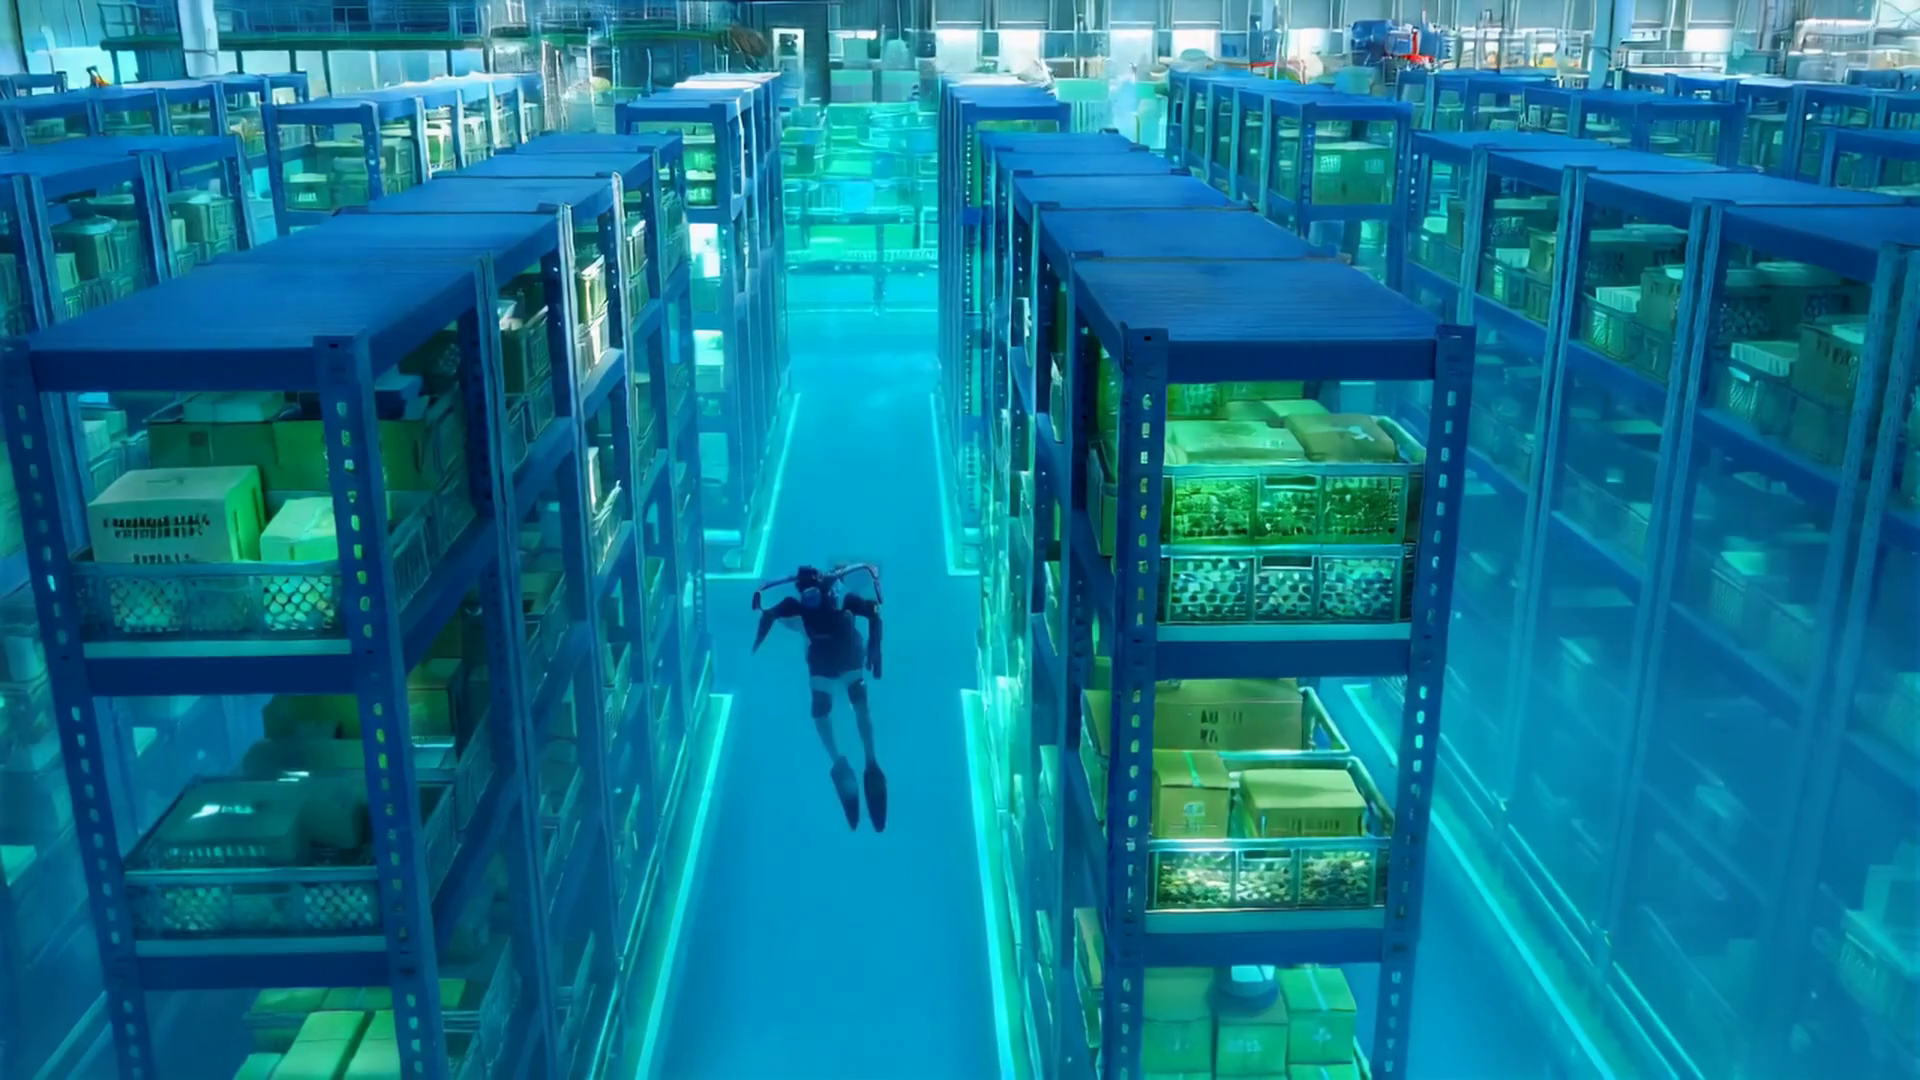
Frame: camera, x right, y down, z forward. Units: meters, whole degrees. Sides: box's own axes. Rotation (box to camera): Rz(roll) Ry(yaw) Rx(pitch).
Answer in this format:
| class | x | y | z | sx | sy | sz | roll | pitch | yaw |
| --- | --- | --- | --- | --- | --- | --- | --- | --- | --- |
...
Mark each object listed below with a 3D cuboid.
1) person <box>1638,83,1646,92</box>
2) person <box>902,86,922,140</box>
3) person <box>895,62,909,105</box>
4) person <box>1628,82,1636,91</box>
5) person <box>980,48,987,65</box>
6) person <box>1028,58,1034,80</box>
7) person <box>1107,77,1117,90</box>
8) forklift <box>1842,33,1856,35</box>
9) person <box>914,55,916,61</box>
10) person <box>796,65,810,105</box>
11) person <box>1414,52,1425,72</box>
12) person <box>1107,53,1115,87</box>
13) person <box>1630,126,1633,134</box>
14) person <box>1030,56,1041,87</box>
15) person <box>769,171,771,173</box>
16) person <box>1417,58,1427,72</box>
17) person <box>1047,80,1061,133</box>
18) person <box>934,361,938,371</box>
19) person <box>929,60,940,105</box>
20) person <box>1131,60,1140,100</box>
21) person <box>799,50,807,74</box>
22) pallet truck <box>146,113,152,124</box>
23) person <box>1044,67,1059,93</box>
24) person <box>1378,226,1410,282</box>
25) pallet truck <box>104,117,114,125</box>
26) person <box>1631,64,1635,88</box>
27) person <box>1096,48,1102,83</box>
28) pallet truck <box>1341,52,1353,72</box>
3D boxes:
| class | x | y | z | sx | sy | sz | roll | pitch | yaw |
| --- | --- | --- | --- | --- | --- | --- | --- | --- | --- |
| person | 32.854 | -22.314 | 79.995 | 0.512 | 1.841 | 0.342 | 13 | 22 | 36 |
| person | -1.512 | -13.827 | 53.902 | 0.865 | 1.733 | 0.534 | 9 | 20 | 27 |
| person | -2.373 | -18.225 | 67.054 | 0.868 | 2.024 | 0.614 | 13 | 22 | 35 |
| person | 26.056 | -17.486 | 64.882 | 0.553 | 1.935 | 0.364 | -1 | 18 | -4 |
| person | 1.319 | -26.356 | 92.419 | 0.983 | 1.892 | 0.560 | 4 | 18 | 12 |
| person | 3.617 | -23.092 | 82.616 | 0.540 | 1.695 | 0.317 | -7 | 19 | -20 |
| person | 5.039 | -14.379 | 55.267 | 0.356 | 1.936 | 0.551 | 6 | 19 | 17 |
| forklift | 45.972 | -24.928 | 86.404 | 1.873 | 2.768 | 1.129 | 1 | 18 | 4 |
| person | -2.733 | -26.379 | 92.388 | 0.624 | 1.940 | 1.028 | -8 | 20 | -24 |
| person | -6.329 | -18.341 | 67.614 | 0.941 | 1.881 | 0.611 | -14 | 23 | -38 |
| person | 23.729 | -24.284 | 86.060 | 0.593 | 1.861 | 0.744 | 14 | 23 | 38 |
| person | 8.032 | -24.976 | 88.362 | 0.360 | 1.758 | 0.528 | -2 | 18 | -8 |
| person | 19.793 | -12.205 | 48.922 | 0.542 | 1.698 | 0.316 | 15 | 23 | 38 |
| person | 3.806 | -22.769 | 81.418 | 0.796 | 1.815 | 0.661 | 13 | 22 | 35 |
| person | -5.216 | -10.462 | 43.307 | 0.806 | 1.840 | 0.521 | -2 | 18 | -5 |
| person | 21.786 | -21.858 | 78.623 | 0.605 | 1.832 | 0.672 | 4 | 18 | 13 |
| person | 3.186 | -14.424 | 55.574 | 1.002 | 1.826 | 0.600 | -13 | 22 | -36 |
| person | 0.151 | -2.890 | 19.714 | 1.032 | 1.945 | 0.656 | 3 | 18 | 8 |
| person | -1.021 | -19.750 | 71.916 | 0.524 | 1.917 | 0.650 | -12 | 21 | -32 |
| person | 7.890 | -20.577 | 74.595 | 0.551 | 1.849 | 0.541 | 2 | 18 | 6 |
| person | -8.148 | -24.362 | 86.160 | 0.416 | 1.937 | 0.607 | 10 | 20 | 28 |
| pallet truck | -18.087 | -8.309 | 36.390 | 1.885 | 1.965 | 0.823 | -1 | 18 | -4 |
| person | 3.318 | -16.750 | 62.439 | 0.831 | 2.000 | 0.687 | 3 | 18 | 9 |
| person | 5.422 | -3.231 | 20.917 | 1.044 | 1.839 | 0.657 | 8 | 20 | 23 |
| pallet truck | -18.367 | -7.885 | 35.078 | 1.885 | 1.965 | 0.823 | 1 | 18 | 2 |
| person | 32.874 | -22.808 | 81.696 | 0.798 | 1.709 | 0.508 | 9 | 20 | 26 |
| person | 7.690 | -26.283 | 92.137 | 0.391 | 1.923 | 0.589 | 1 | 18 | 4 |
| pallet truck | 18.794 | -23.123 | 82.231 | 0.823 | 1.965 | 1.885 | -13 | 22 | -35 |
